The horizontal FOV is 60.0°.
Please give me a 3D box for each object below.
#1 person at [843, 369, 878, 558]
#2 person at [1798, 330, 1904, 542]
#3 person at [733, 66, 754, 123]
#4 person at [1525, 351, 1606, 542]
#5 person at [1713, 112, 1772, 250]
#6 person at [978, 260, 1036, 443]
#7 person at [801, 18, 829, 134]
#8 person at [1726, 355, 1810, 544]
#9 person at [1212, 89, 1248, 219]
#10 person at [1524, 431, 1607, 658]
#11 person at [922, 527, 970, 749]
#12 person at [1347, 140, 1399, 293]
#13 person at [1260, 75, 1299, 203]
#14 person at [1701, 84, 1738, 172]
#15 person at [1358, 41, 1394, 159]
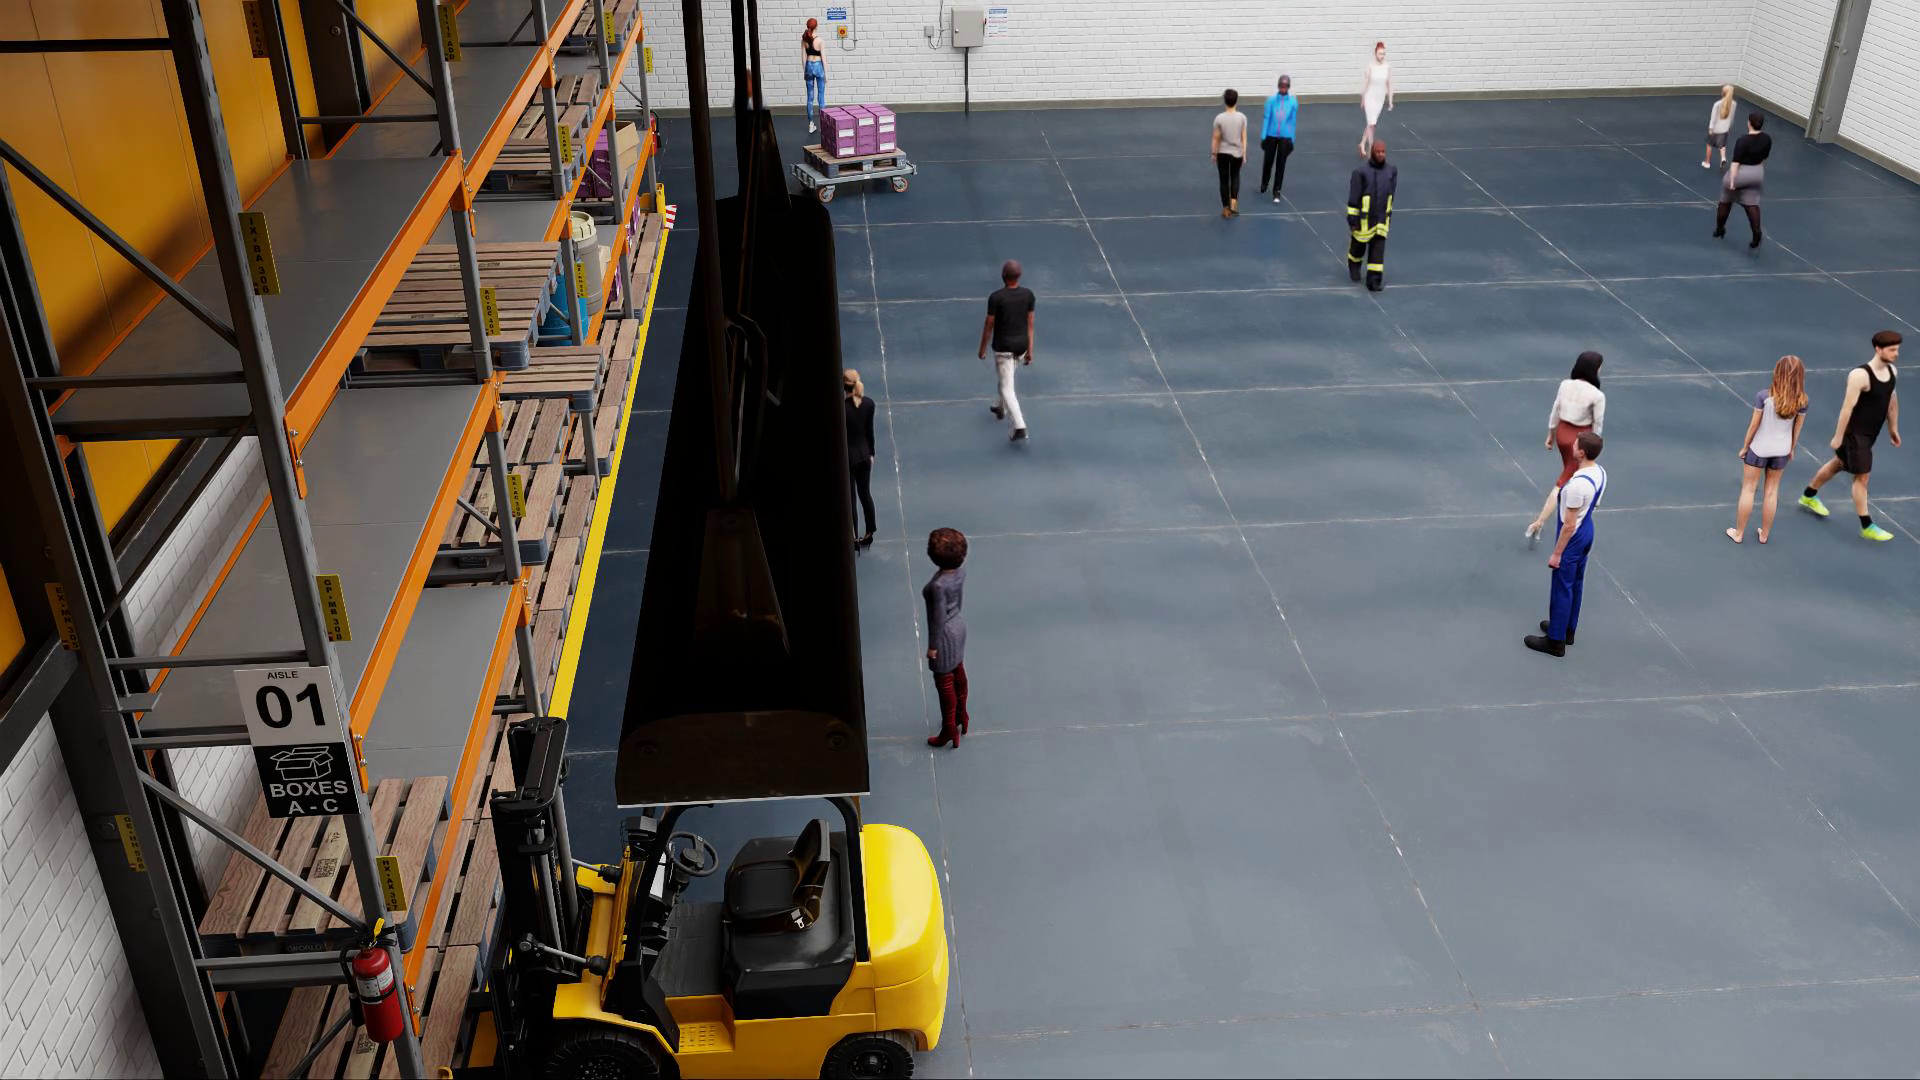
[{"bbox_3d":[-0.906,-0.661,14.201,0.702,1.706,0.735,-24,37,-37],"label":"person"},{"bbox_3d":[7.852,-0.973,14.636,1.043,1.838,1.275,-17,33,-29],"label":"person"},{"bbox_3d":[-3.167,-6.317,24.815,0.591,1.472,0.553,-4,29,-7],"label":"person"},{"bbox_3d":[5.255,-0.764,14.391,1.064,1.706,1.152,-20,34,-32],"label":"person"},{"bbox_3d":[10.145,-4.579,21.366,0.640,1.723,1.092,-2,29,-3],"label":"person"},{"bbox_3d":[0.510,-1.813,16.248,0.992,1.770,1.309,-14,32,-24],"label":"person"},{"bbox_3d":[-2.305,-7.385,26.445,0.658,1.785,0.695,9,30,15],"label":"person"},{"bbox_3d":[6.998,-0.776,14.387,0.641,1.730,0.597,3,29,5],"label":"person"},{"bbox_3d":[3.649,-5.209,22.545,0.684,1.700,0.783,2,29,4],"label":"person"},{"bbox_3d":[4.719,0.015,12.812,0.770,1.850,0.721,24,37,37],"label":"person"},{"bbox_3d":[-0.089,0.686,11.728,0.729,1.710,0.611,12,31,21],"label":"person"},{"bbox_3d":[4.949,-3.965,20.178,0.744,1.783,1.144,-2,29,-4],"label":"person"},{"bbox_3d":[4.452,-5.623,23.223,0.695,1.778,0.810,4,29,6],"label":"person"},{"bbox_3d":[11.278,-6.086,24.611,0.568,1.261,0.773,1,29,2],"label":"person"},{"bbox_3d":[6.194,-6.583,25.000,0.667,1.762,0.995,-7,29,-13],"label":"person"}]
